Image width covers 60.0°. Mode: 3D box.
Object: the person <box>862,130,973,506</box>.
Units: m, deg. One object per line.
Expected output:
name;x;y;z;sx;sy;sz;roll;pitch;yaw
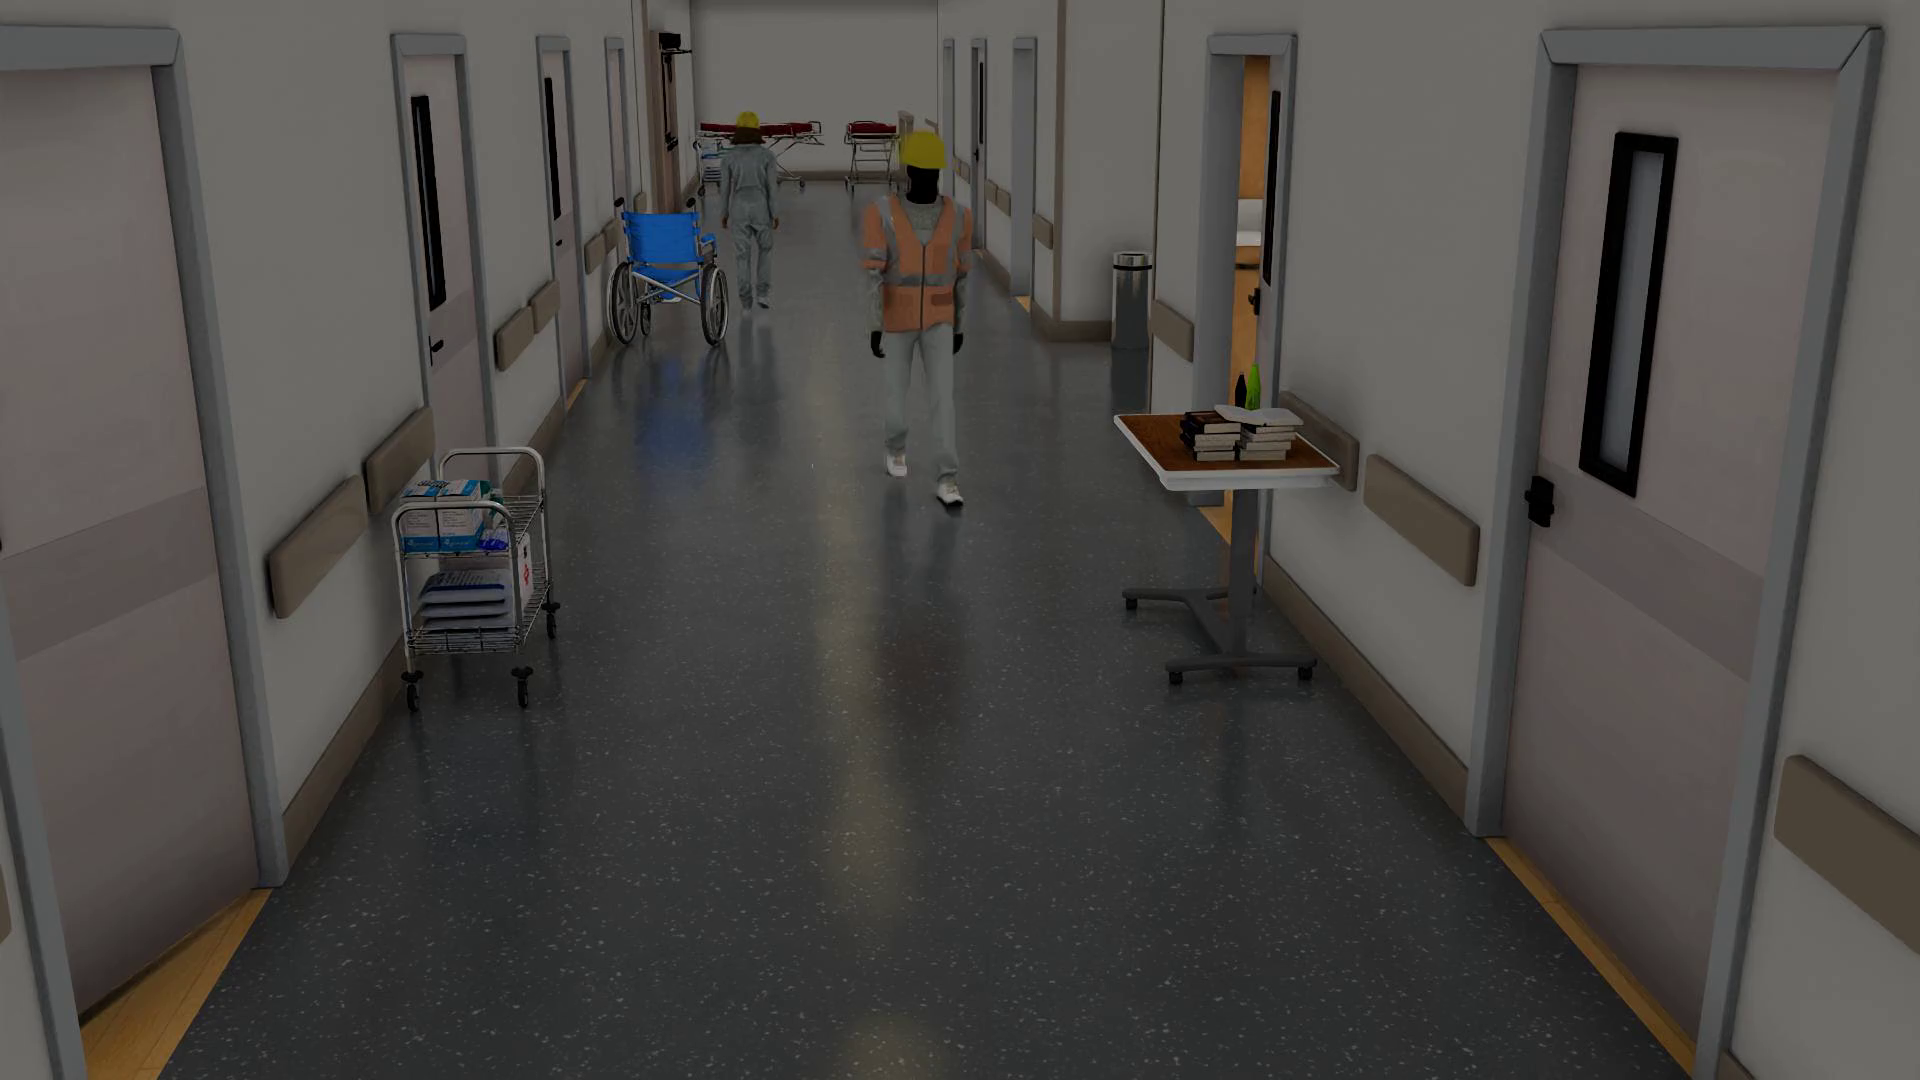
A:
person;-0.217;-1.172;8.659;0.591;1.878;1.004;-3;17;-11

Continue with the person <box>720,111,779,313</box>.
person;-1.834;-2.852;14.513;0.519;1.723;0.412;-1;17;-2
